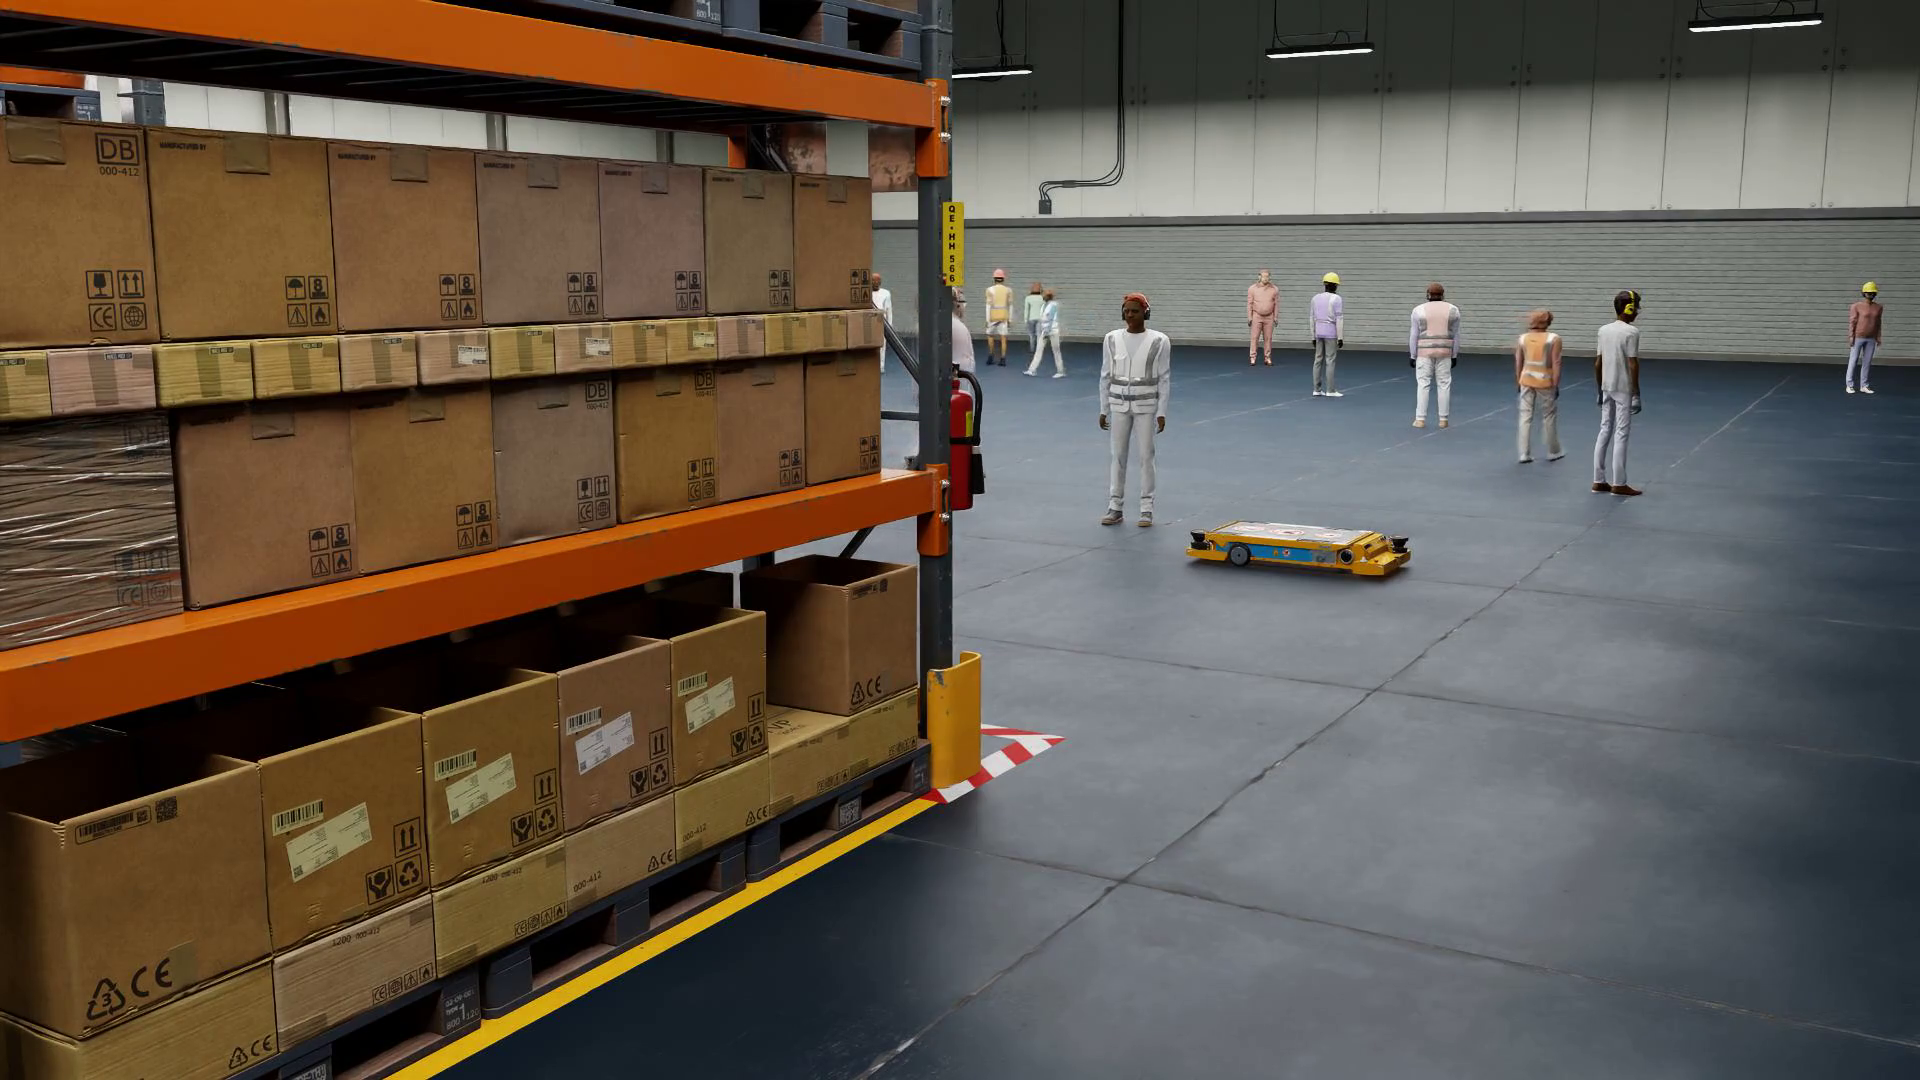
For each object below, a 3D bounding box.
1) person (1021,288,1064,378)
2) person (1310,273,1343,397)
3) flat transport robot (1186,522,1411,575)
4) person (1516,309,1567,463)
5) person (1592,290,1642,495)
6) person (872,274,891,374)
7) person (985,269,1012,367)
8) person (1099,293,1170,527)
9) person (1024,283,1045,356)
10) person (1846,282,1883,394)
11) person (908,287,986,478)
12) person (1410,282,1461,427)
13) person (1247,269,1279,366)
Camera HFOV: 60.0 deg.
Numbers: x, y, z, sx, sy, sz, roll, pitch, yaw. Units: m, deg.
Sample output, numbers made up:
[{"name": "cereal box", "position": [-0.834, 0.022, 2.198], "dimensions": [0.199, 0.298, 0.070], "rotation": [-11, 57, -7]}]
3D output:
[{"name": "person", "position": [1.503, -3.664, 29.581], "dimensions": [0.848, 1.596, 0.515], "rotation": [-5, 11, -28]}, {"name": "person", "position": [5.692, -3.168, 25.750], "dimensions": [0.381, 1.918, 0.584], "rotation": [-8, 12, -39]}, {"name": "flat transport robot", "position": [2.392, 0.041, 11.772], "dimensions": [1.431, 0.197, 0.652], "rotation": [6, 11, 30]}, {"name": "person", "position": [6.154, -1.629, 17.584], "dimensions": [0.675, 1.612, 0.544], "rotation": [-9, 13, -43]}, {"name": "person", "position": [6.021, -1.337, 15.189], "dimensions": [0.327, 1.865, 0.521], "rotation": [-4, 10, -22]}, {"name": "person", "position": [-1.543, -3.974, 30.668], "dimensions": [0.616, 1.848, 0.859], "rotation": [-2, 10, -9]}, {"name": "person", "position": [0.743, -4.403, 33.014], "dimensions": [0.572, 1.900, 0.854], "rotation": [-3, 10, -16]}, {"name": "person", "position": [1.400, -1.047, 13.433], "dimensions": [0.576, 1.882, 0.355], "rotation": [4, 10, 20]}, {"name": "person", "position": [1.654, -4.766, 36.083], "dimensions": [0.518, 1.583, 0.896], "rotation": [0, 10, 2]}, {"name": "person", "position": [14.361, -3.201, 26.383], "dimensions": [0.523, 1.769, 0.314], "rotation": [-1, 10, -4]}, {"name": "person", "position": [-0.129, -1.478, 15.969], "dimensions": [0.820, 1.882, 0.650], "rotation": [-5, 11, -25]}, {"name": "person", "position": [6.025, -2.346, 21.162], "dimensions": [0.627, 1.843, 0.429], "rotation": [1, 10, 5]}, {"name": "person", "position": [6.034, -4.424, 33.123], "dimensions": [0.642, 1.913, 0.409], "rotation": [-1, 10, -4]}]
